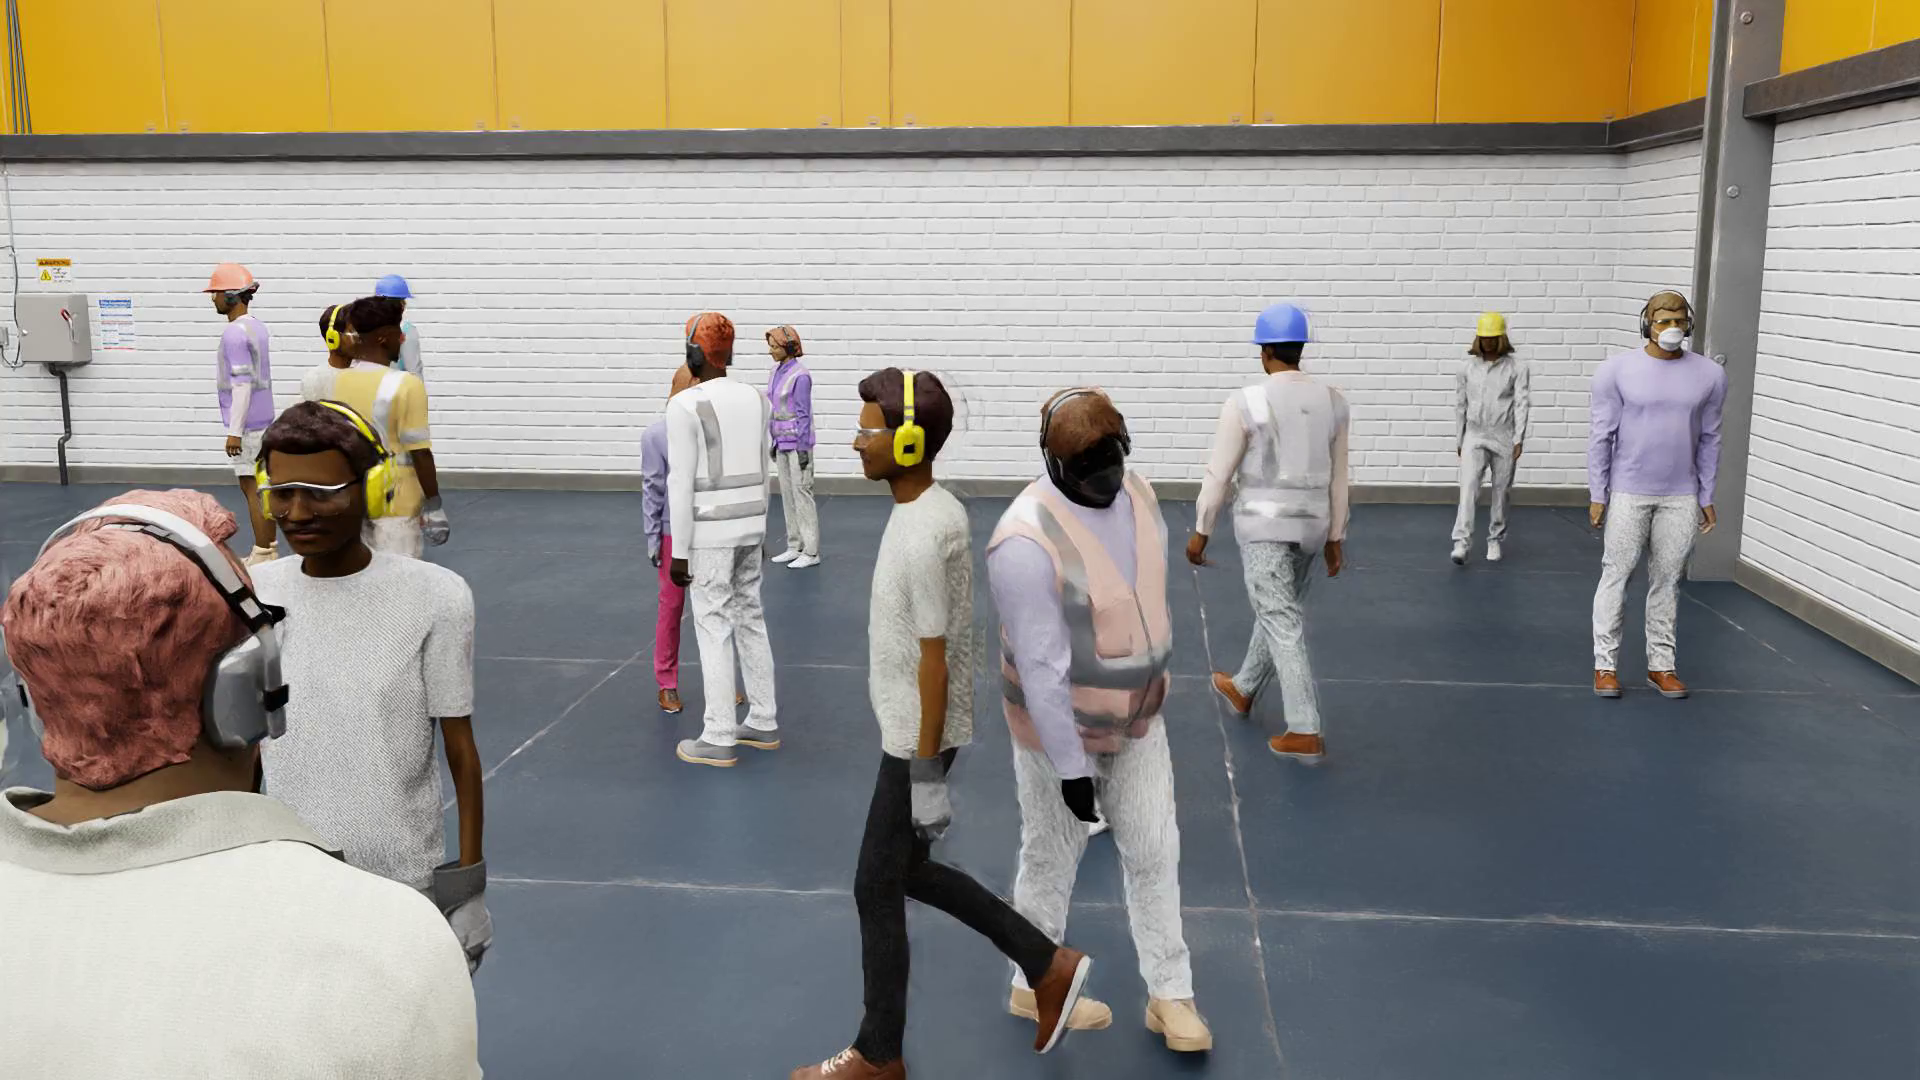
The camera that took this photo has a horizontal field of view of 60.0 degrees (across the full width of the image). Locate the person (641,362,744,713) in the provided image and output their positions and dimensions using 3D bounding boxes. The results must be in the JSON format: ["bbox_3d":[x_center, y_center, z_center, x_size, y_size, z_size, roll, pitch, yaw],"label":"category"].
[{"bbox_3d":[-1.221,-0.015,7.696,0.497,1.626,0.287,-5,11,-27],"label":"person"}]

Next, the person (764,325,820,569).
[{"bbox_3d":[-1.128,-0.620,11.152,0.323,1.630,0.504,-5,11,-28],"label":"person"}]

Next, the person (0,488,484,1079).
[{"bbox_3d":[-0.700,0.901,1.627,0.642,1.913,0.410,2,10,10],"label":"person"}]

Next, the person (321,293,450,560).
[{"bbox_3d":[-2.734,-0.183,7.785,0.610,1.940,0.904,7,12,34],"label":"person"}]

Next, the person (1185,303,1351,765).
[{"bbox_3d":[1.310,-0.054,7.117,0.623,1.893,0.984,-5,11,-25],"label":"person"}]

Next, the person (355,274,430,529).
[{"bbox_3d":[-4.308,-1.043,12.653,0.619,1.944,0.407,5,11,25],"label":"person"}]

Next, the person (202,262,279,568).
[{"bbox_3d":[-4.662,-0.769,10.810,0.378,2.044,0.607,-2,10,-12],"label":"person"}]

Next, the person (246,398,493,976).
[{"bbox_3d":[-1.149,0.657,3.171,0.514,1.862,0.327,0,10,1],"label":"person"}]

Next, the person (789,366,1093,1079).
[{"bbox_3d":[-0.057,0.496,4.137,0.696,1.846,0.522,1,10,3],"label":"person"}]

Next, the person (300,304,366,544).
[{"bbox_3d":[-3.099,-0.254,8.403,0.321,1.860,0.517,3,10,15],"label":"person"}]

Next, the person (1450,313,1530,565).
[{"bbox_3d":[3.541,-0.659,11.147,0.500,1.697,0.913,5,11,24],"label":"person"}]

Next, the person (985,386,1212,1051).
[{"bbox_3d":[0.372,0.495,4.323,0.701,1.793,0.687,-9,13,-41],"label":"person"}]

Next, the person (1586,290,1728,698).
[{"bbox_3d":[3.296,-0.210,7.907,0.630,1.940,0.372,0,10,2],"label":"person"}]

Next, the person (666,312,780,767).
[{"bbox_3d":[-0.993,-0.006,6.932,0.372,1.874,0.575,7,12,35],"label":"person"}]
